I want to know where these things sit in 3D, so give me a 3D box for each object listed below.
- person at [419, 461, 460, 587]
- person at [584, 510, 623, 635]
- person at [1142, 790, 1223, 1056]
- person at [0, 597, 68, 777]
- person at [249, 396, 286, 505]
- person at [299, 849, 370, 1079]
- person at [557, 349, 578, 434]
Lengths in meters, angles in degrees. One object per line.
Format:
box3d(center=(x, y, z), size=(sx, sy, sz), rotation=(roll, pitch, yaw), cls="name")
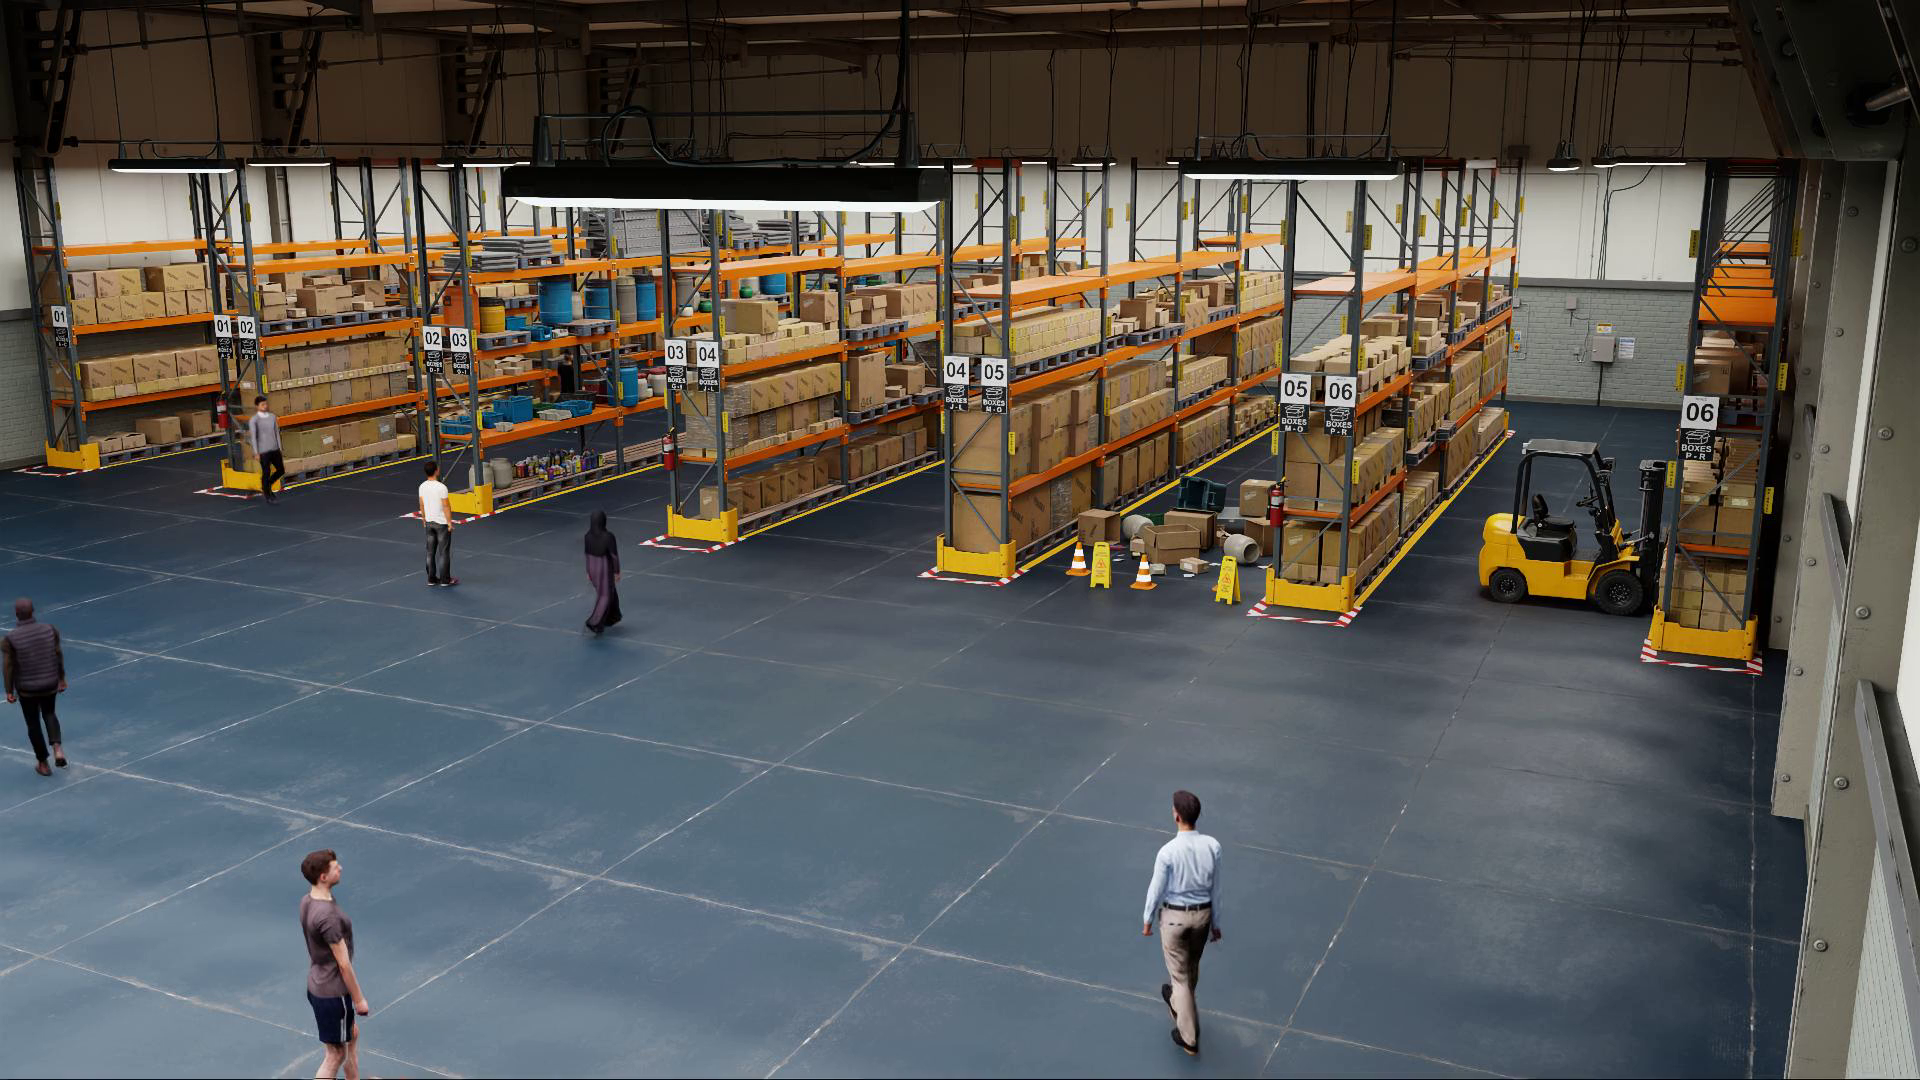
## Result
box3d(center=(-7.498, -0.242, 23.810), size=(0.653, 1.805, 0.557), rotation=(5, 14, 19), cls="person")
box3d(center=(-4.652, 0.417, 21.429), size=(0.642, 1.595, 1.088), rotation=(5, 14, 21), cls="person")
box3d(center=(1.558, 2.638, 11.345), size=(1.055, 1.818, 1.135), rotation=(-4, 14, -16), cls="person")
box3d(center=(-9.074, 1.462, 16.397), size=(0.884, 1.828, 0.788), rotation=(12, 18, 42), cls="person")
box3d(center=(-12.320, -1.599, 29.430), size=(0.825, 1.913, 0.713), rotation=(6, 14, 26), cls="person")
box3d(center=(-3.979, 2.842, 10.406), size=(1.006, 1.844, 0.890), rotation=(-9, 16, -34), cls="person")
box3d(center=(-8.668, -3.325, 36.971), size=(0.738, 1.874, 0.664), rotation=(3, 13, 12), cls="person")
